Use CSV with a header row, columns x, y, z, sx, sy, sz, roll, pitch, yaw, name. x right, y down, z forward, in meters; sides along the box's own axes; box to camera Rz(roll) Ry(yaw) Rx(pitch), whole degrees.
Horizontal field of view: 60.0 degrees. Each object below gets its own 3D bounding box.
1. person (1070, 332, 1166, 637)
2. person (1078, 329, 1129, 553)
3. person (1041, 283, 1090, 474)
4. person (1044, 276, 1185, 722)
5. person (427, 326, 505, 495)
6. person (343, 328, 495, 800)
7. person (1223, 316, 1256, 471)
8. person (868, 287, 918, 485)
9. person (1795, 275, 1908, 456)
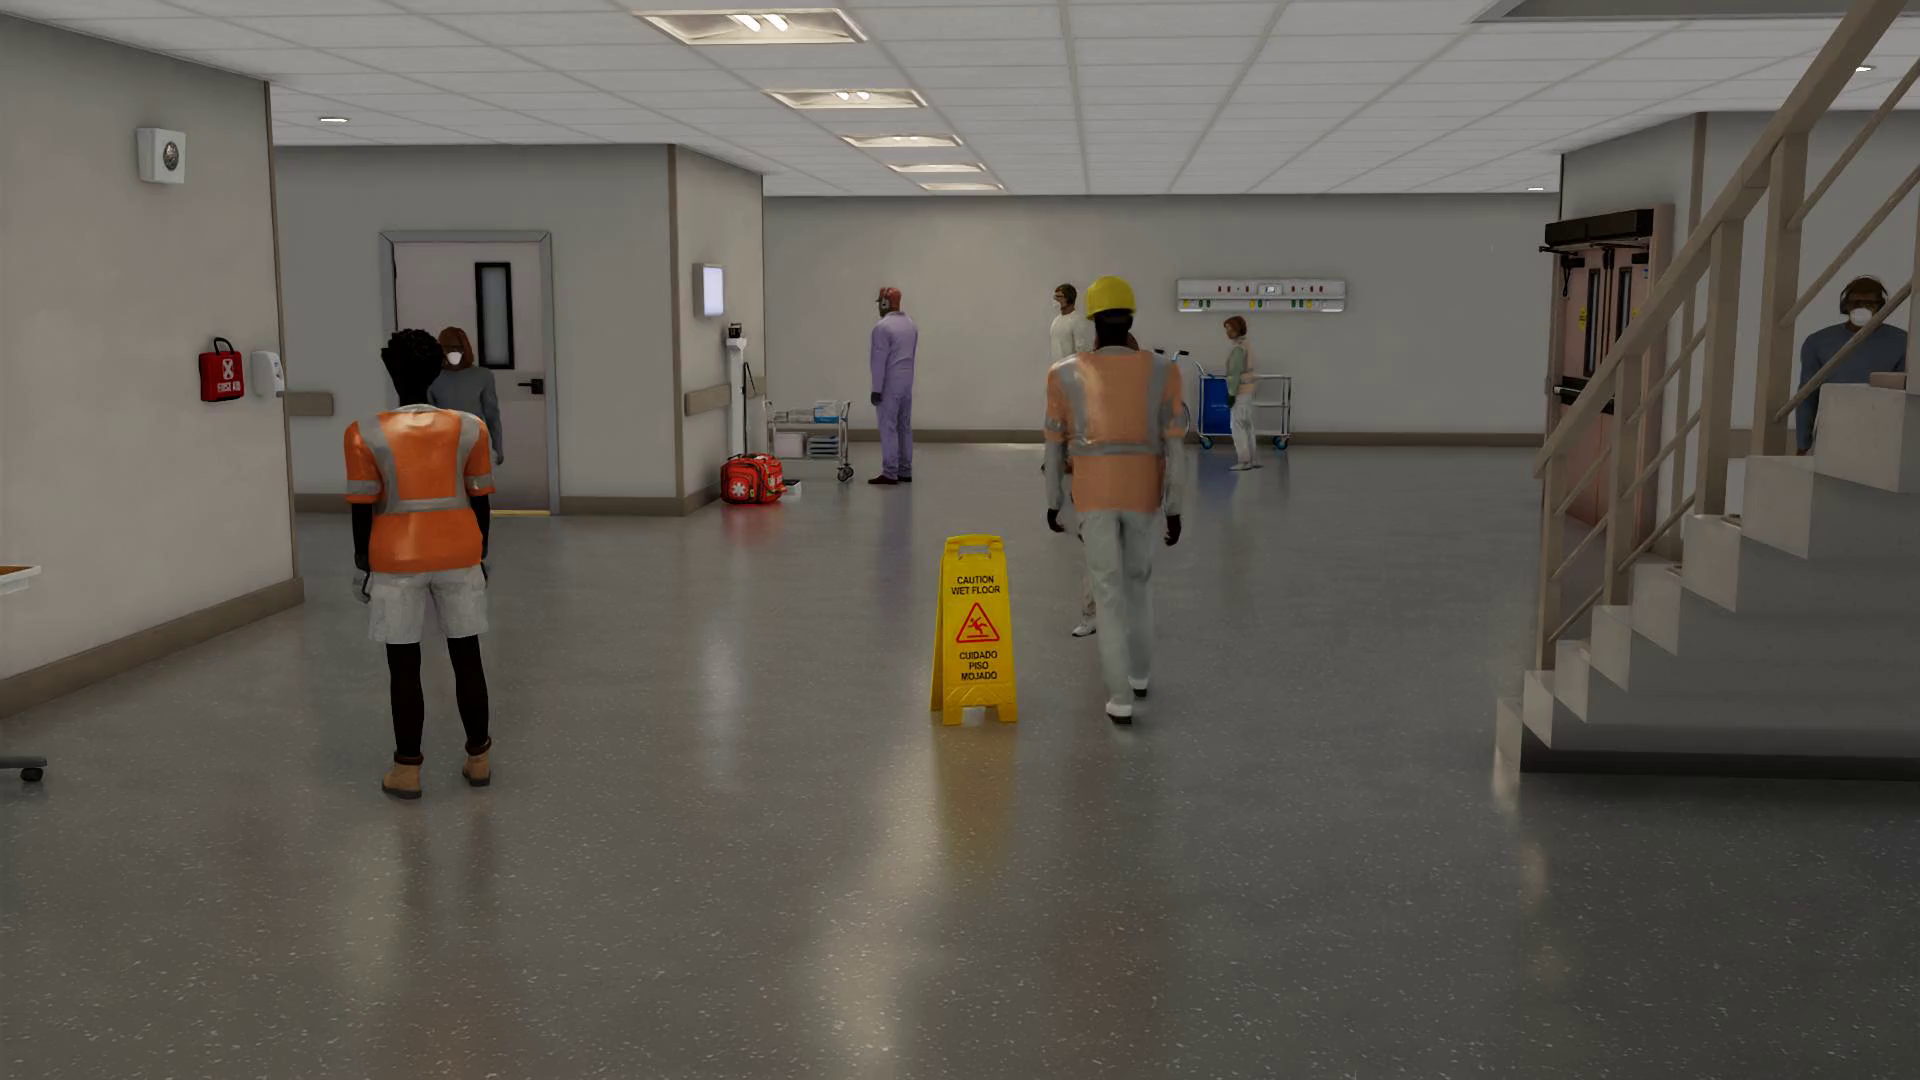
x,y,z,sx,sy,sz,roll,pitch,yaw,name
0.831,-0.287,8.770,0.523,1.638,0.311,3,9,22,person
1.015,-0.684,11.496,0.346,1.630,0.557,-1,8,-7,person
1.085,-1.640,16.956,0.372,1.940,0.627,-4,9,-25,person
0.657,-0.201,7.310,0.592,1.891,0.858,-1,8,-4,person
-3.279,-0.593,10.937,0.562,1.611,0.361,-3,9,-19,person
-1.944,0.088,6.028,0.536,1.696,0.322,-5,10,-32,person
2.929,-1.528,17.314,0.370,1.605,0.666,3,9,18,person
-0.667,-1.484,16.055,0.399,1.902,0.648,5,10,30,person
5.140,-0.547,9.574,0.632,1.931,0.386,6,10,35,person
